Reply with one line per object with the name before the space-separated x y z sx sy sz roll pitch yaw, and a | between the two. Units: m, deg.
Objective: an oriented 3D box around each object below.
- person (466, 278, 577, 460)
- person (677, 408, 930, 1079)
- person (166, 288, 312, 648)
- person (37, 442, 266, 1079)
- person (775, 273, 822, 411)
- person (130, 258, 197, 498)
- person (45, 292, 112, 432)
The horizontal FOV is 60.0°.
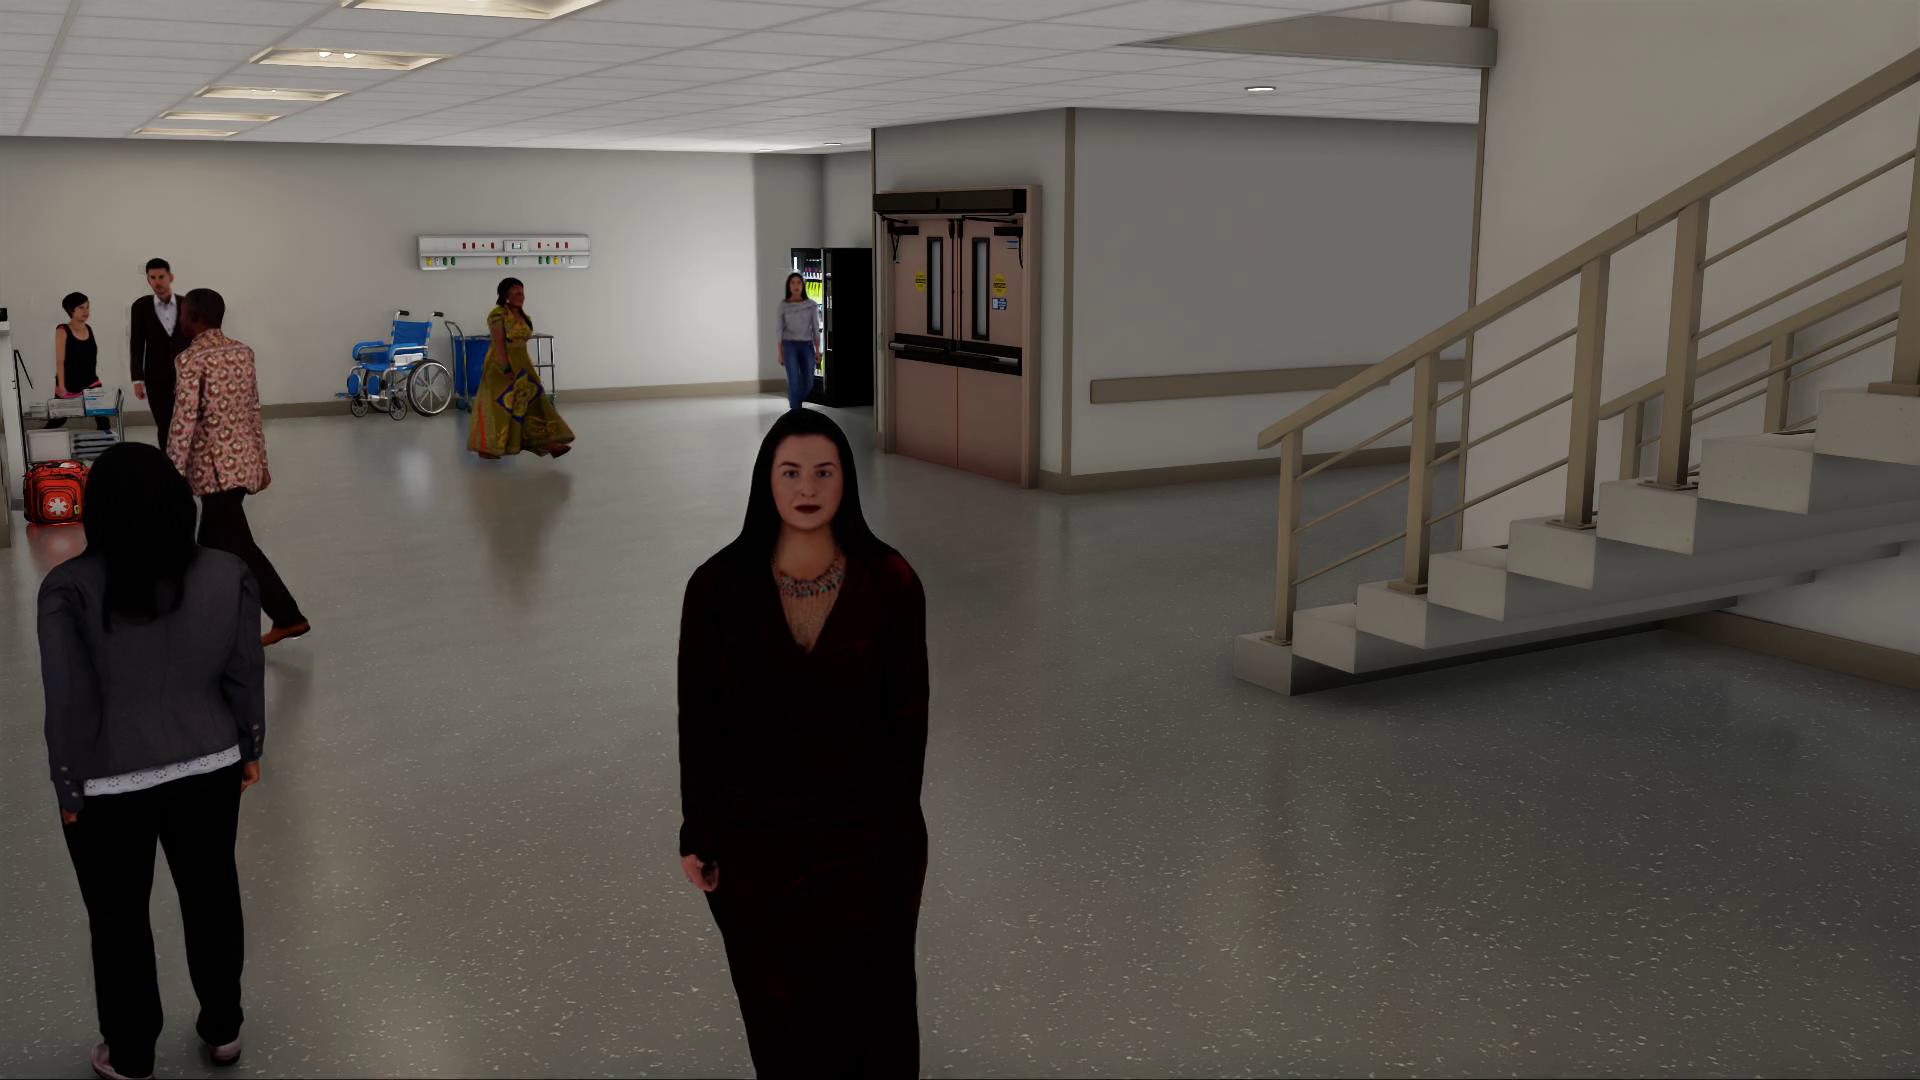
person | -4.071 -1.474 14.755 1.347 1.608 1.202 5 12 25
person | -0.327 0.586 3.535 0.843 1.745 0.915 0 11 0
person | -3.584 -0.321 8.238 1.231 1.772 1.212 2 11 11
person | -1.984 0.554 4.094 0.735 1.599 0.736 -10 15 -43
person | -1.687 -1.944 17.208 0.744 1.617 0.916 -3 11 -15
person | -6.165 -1.255 12.992 0.780 1.835 1.235 -5 12 -25
person | -7.681 -1.342 14.355 1.126 1.498 0.999 4 11 21
